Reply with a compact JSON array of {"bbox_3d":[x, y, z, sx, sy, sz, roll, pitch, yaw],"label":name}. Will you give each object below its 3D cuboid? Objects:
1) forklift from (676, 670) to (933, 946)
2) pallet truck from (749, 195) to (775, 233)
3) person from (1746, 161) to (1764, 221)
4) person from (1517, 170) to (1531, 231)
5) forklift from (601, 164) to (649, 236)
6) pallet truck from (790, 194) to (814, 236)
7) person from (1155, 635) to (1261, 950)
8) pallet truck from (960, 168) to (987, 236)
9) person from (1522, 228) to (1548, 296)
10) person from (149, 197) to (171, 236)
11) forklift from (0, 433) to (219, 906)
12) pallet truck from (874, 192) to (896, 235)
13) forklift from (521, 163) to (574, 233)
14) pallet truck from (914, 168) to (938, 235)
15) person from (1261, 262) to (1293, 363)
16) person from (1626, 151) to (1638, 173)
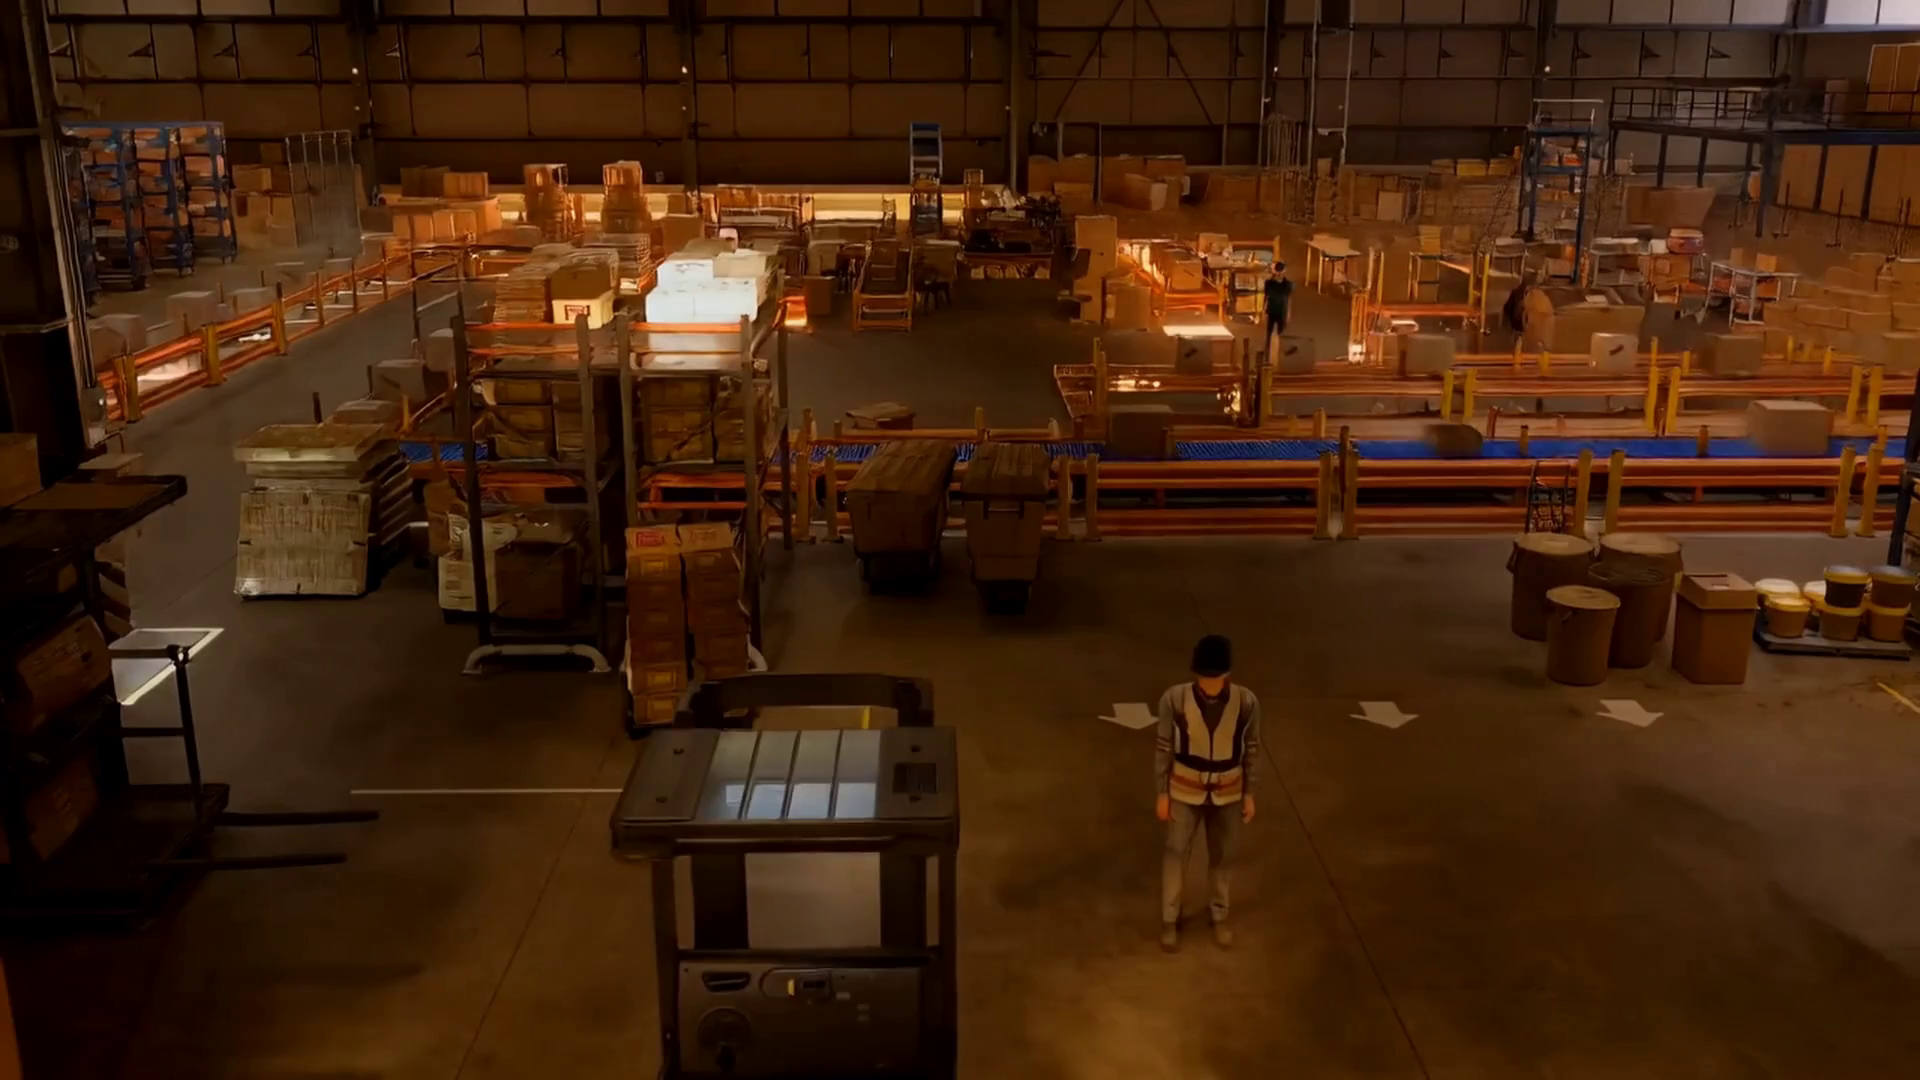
[{"bbox_3d":[-0.561,1.888,6.512,1.129,2.768,1.873,0,16,-1],"label":"forklift"},{"bbox_3d":[-6.051,-9.967,50.660,0.680,1.201,1.601,0,16,-1],"label":"pallet truck"},{"bbox_3d":[26.042,-11.375,54.303,0.544,1.933,0.376,0,16,1],"label":"person"},{"bbox_3d":[17.377,-10.407,51.027,0.574,1.883,0.360,0,16,1],"label":"person"},{"bbox_3d":[-9.948,-10.127,49.296,1.157,1.987,2.680,-1,16,-3],"label":"forklift"},{"bbox_3d":[-4.814,-9.883,50.259,0.704,1.261,1.522,-1,16,-3],"label":"pallet truck"},{"bbox_3d":[1.432,1.460,9.672,0.604,1.942,0.402,0,16,1],"label":"person"},{"bbox_3d":[0.383,-10.230,50.206,0.823,1.965,1.885,-1,16,-3],"label":"pallet truck"},{"bbox_3d":[11.860,-5.551,34.364,0.524,1.764,0.329,0,16,1],"label":"person"},{"bbox_3d":[-22.363,-9.184,46.599,0.579,1.978,0.622,6,17,21],"label":"person"},{"bbox_3d":[-5.952,0.780,10.366,1.873,2.768,1.129,0,16,-1],"label":"forklift"},{"bbox_3d":[-2.277,-9.986,50.594,0.653,1.274,1.630,0,16,-1],"label":"pallet truck"},{"bbox_3d":[-12.233,-10.122,49.298,1.157,1.987,2.680,0,16,-1],"label":"forklift"},{"bbox_3d":[-0.989,-10.316,50.507,0.823,1.965,1.885,1,16,3],"label":"pallet truck"},{"bbox_3d":[5.309,-3.724,27.834,0.521,1.864,0.334,0,16,1],"label":"person"},{"bbox_3d":[24.464,-13.255,60.846,0.587,1.928,0.381,0,16,1],"label":"person"}]
